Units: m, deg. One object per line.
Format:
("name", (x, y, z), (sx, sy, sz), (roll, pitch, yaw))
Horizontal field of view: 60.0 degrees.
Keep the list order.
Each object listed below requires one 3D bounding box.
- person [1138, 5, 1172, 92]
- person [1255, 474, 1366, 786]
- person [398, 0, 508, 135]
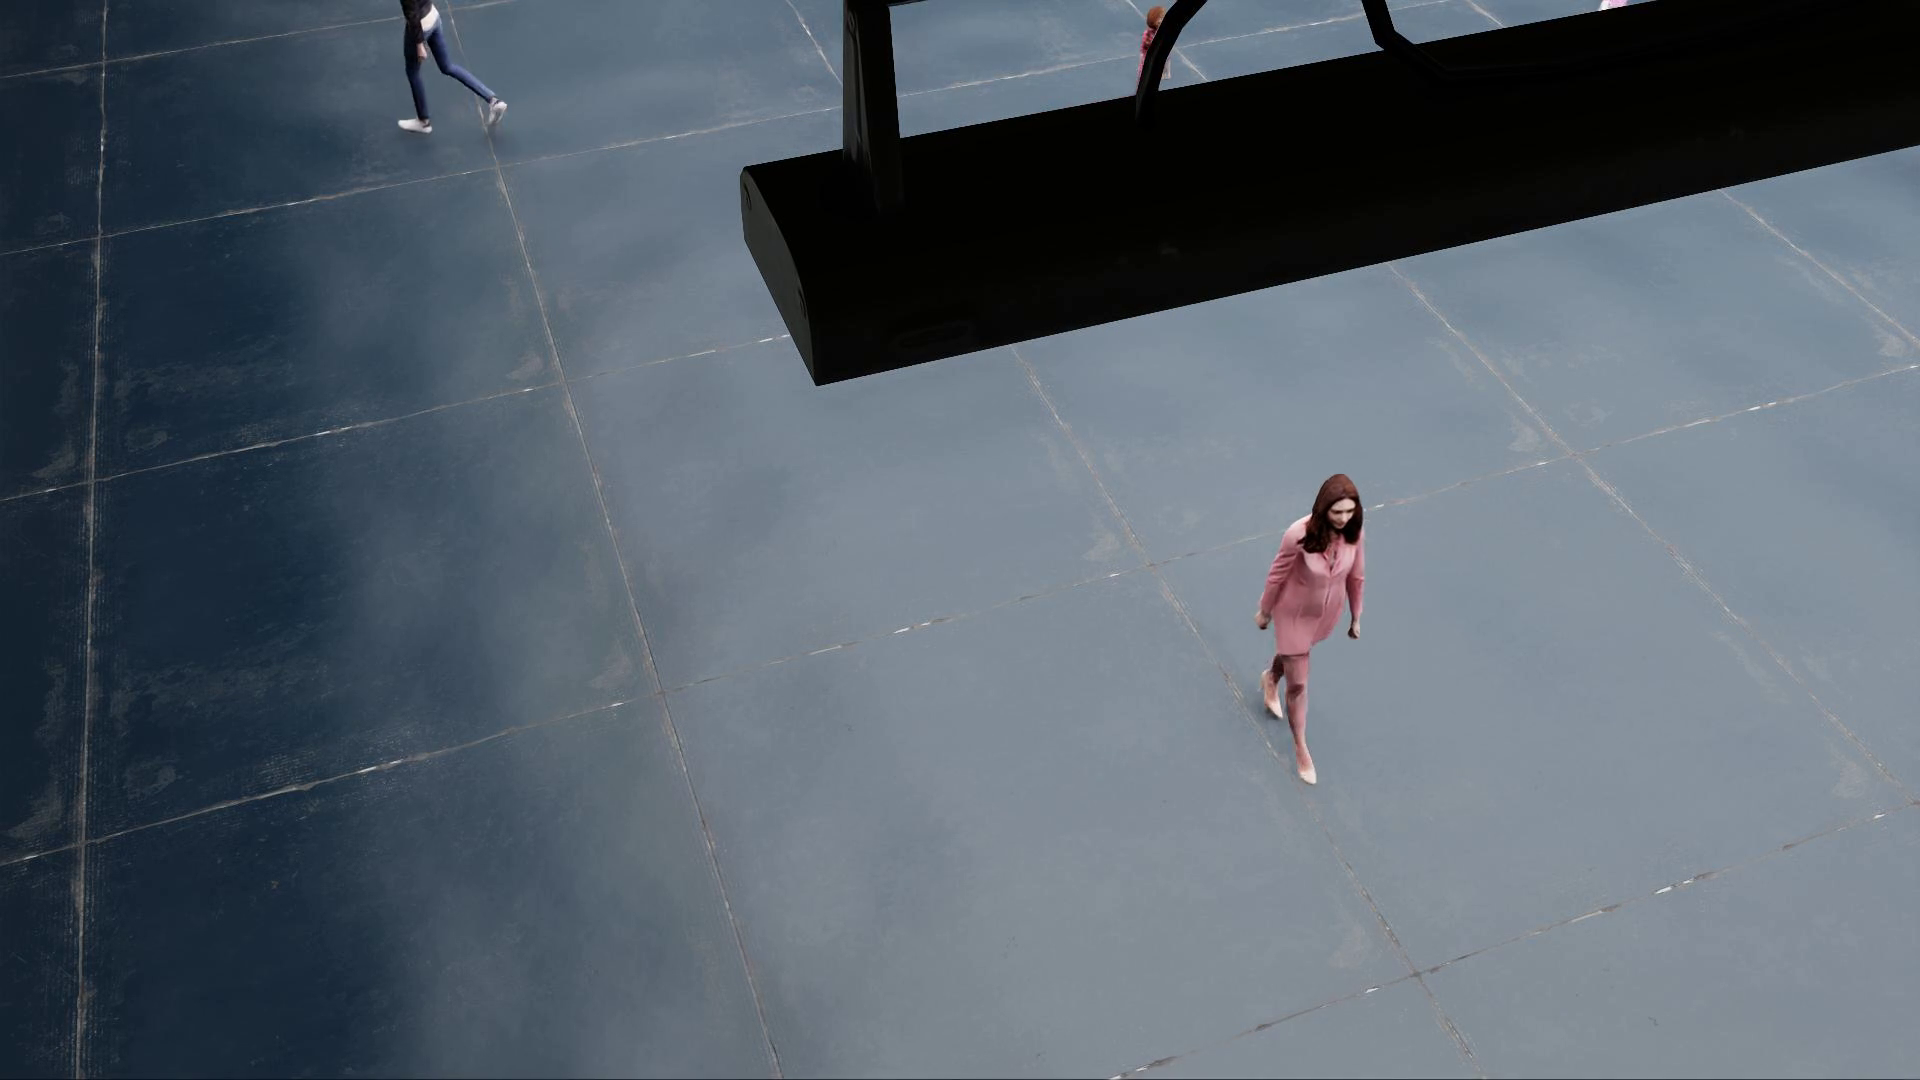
("person", (1.542, -3.823, 13.506), (0.729, 1.009, 0.695), (31, 51, 29))
("person", (1.746, 0.312, 8.522), (0.673, 1.769, 1.022), (-11, 44, -12))
("person", (-4.132, -3.987, 13.132), (1.009, 1.760, 1.180), (5, 43, 5))
